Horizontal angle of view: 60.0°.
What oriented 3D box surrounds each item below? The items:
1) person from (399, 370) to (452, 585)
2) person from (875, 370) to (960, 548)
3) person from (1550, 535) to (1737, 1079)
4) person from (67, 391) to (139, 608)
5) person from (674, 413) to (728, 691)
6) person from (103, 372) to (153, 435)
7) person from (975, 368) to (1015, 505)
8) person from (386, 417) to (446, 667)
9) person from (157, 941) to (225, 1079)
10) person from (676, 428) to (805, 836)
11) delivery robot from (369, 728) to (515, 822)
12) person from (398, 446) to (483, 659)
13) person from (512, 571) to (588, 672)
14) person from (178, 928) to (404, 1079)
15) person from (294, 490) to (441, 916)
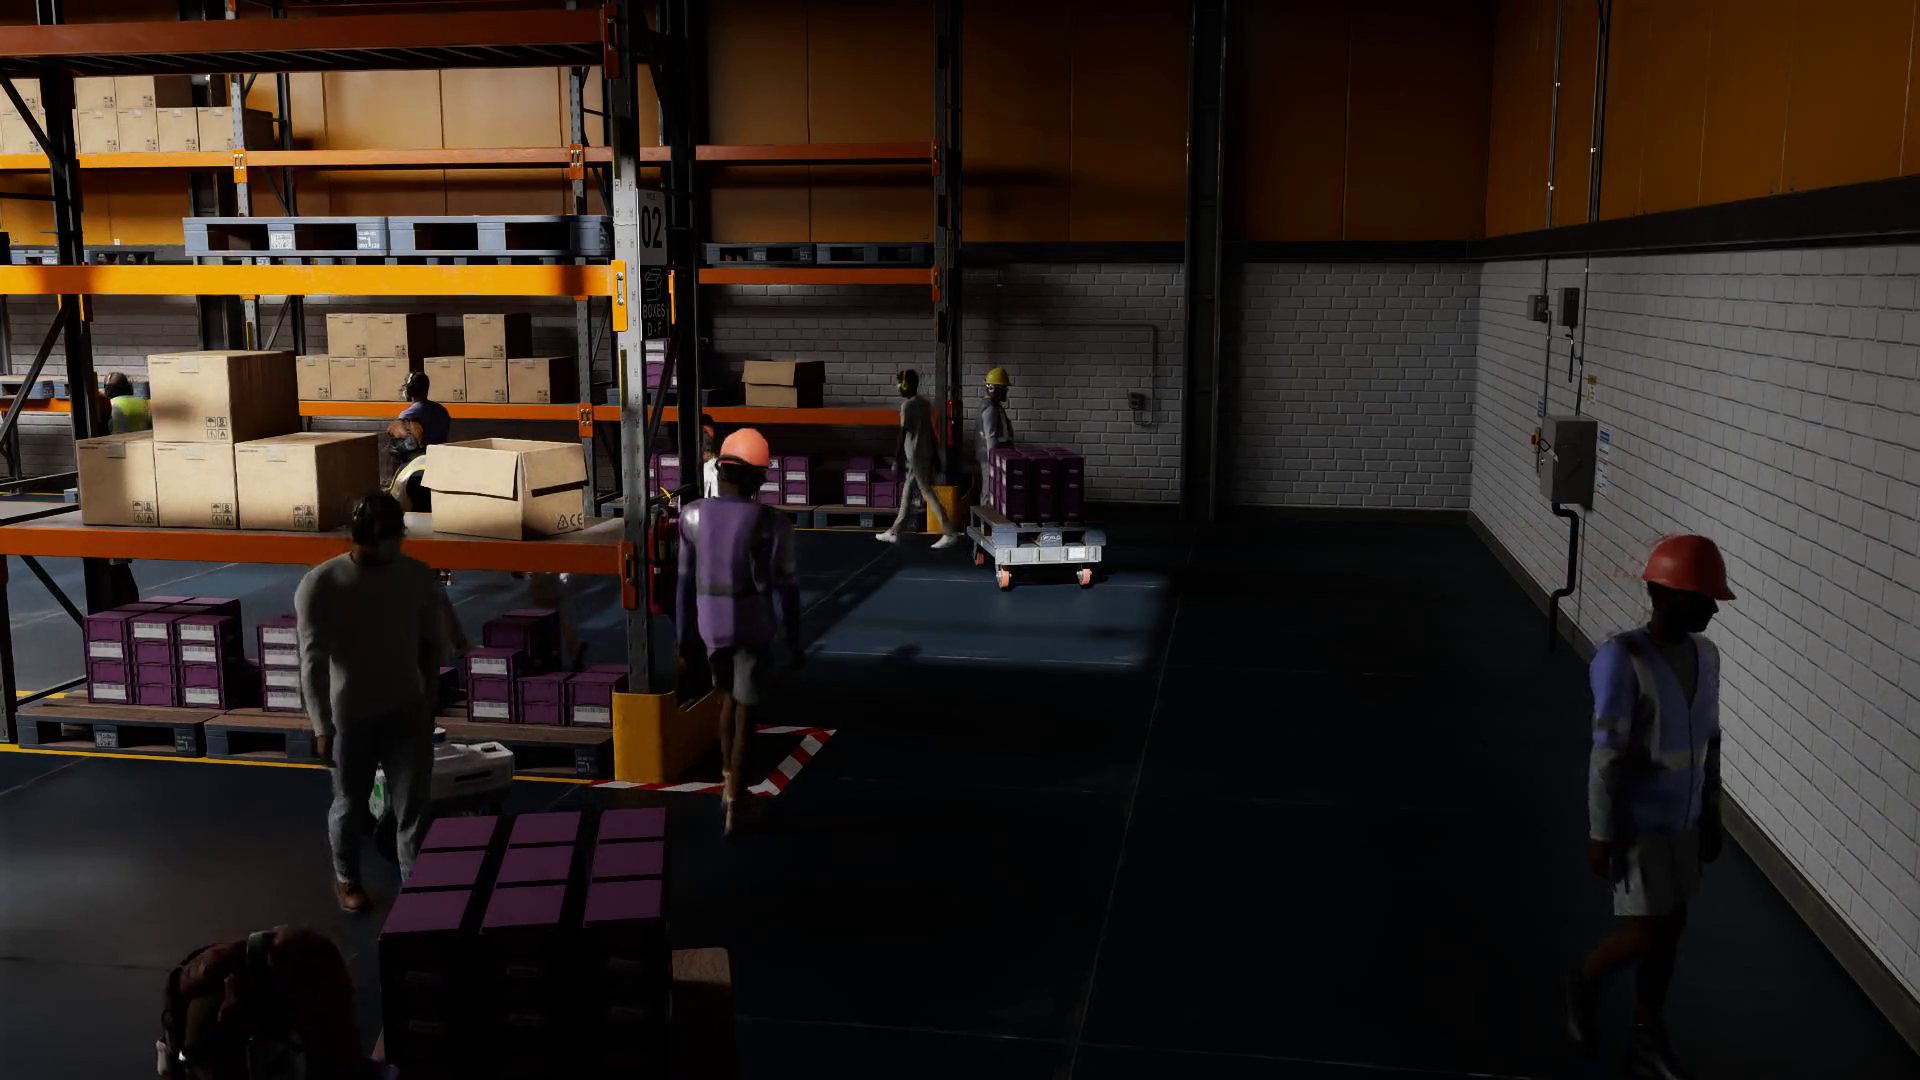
[{"bbox_3d":[-4.715,-0.521,14.631,0.370,1.940,0.627,3,10,17],"label":"person"},{"bbox_3d":[-0.436,-0.831,16.968,1.002,1.811,0.593,4,10,24],"label":"person"},{"bbox_3d":[2.365,0.927,5.674,0.577,1.925,0.449,-5,10,-29],"label":"person"},{"bbox_3d":[-6.339,-0.148,12.322,0.551,1.935,0.372,9,13,43],"label":"person"},{"bbox_3d":[-1.668,0.112,10.870,0.356,1.887,0.573,-5,10,-28],"label":"person"},{"bbox_3d":[-8.320,-0.735,16.355,0.762,1.818,0.630,2,9,13],"label":"person"},{"bbox_3d":[0.353,-0.833,16.911,0.404,1.828,0.592,0,9,0],"label":"person"},{"bbox_3d":[-3.645,0.092,11.166,0.428,1.836,0.626,-4,10,-22],"label":"person"},{"bbox_3d":[-1.274,1.505,3.005,0.286,1.633,0.499,-6,11,-32],"label":"person"},{"bbox_3d":[-1.070,0.446,8.372,0.652,2.017,0.663,3,10,20],"label":"person"},{"bbox_3d":[-2.559,1.167,8.153,0.707,0.478,0.477,-6,11,-33],"label":"delivery robot"},{"bbox_3d":[-3.864,0.109,11.800,0.862,1.586,0.499,-2,9,-9],"label":"person"},{"bbox_3d":[-2.815,0.138,11.558,0.652,1.619,0.526,7,12,38],"label":"person"},{"bbox_3d":[-0.892,1.482,2.394,0.671,1.877,0.420,9,13,44],"label":"person"},{"bbox_3d":[-2.470,0.734,7.036,0.638,1.902,0.935,-7,11,-36],"label":"person"}]
